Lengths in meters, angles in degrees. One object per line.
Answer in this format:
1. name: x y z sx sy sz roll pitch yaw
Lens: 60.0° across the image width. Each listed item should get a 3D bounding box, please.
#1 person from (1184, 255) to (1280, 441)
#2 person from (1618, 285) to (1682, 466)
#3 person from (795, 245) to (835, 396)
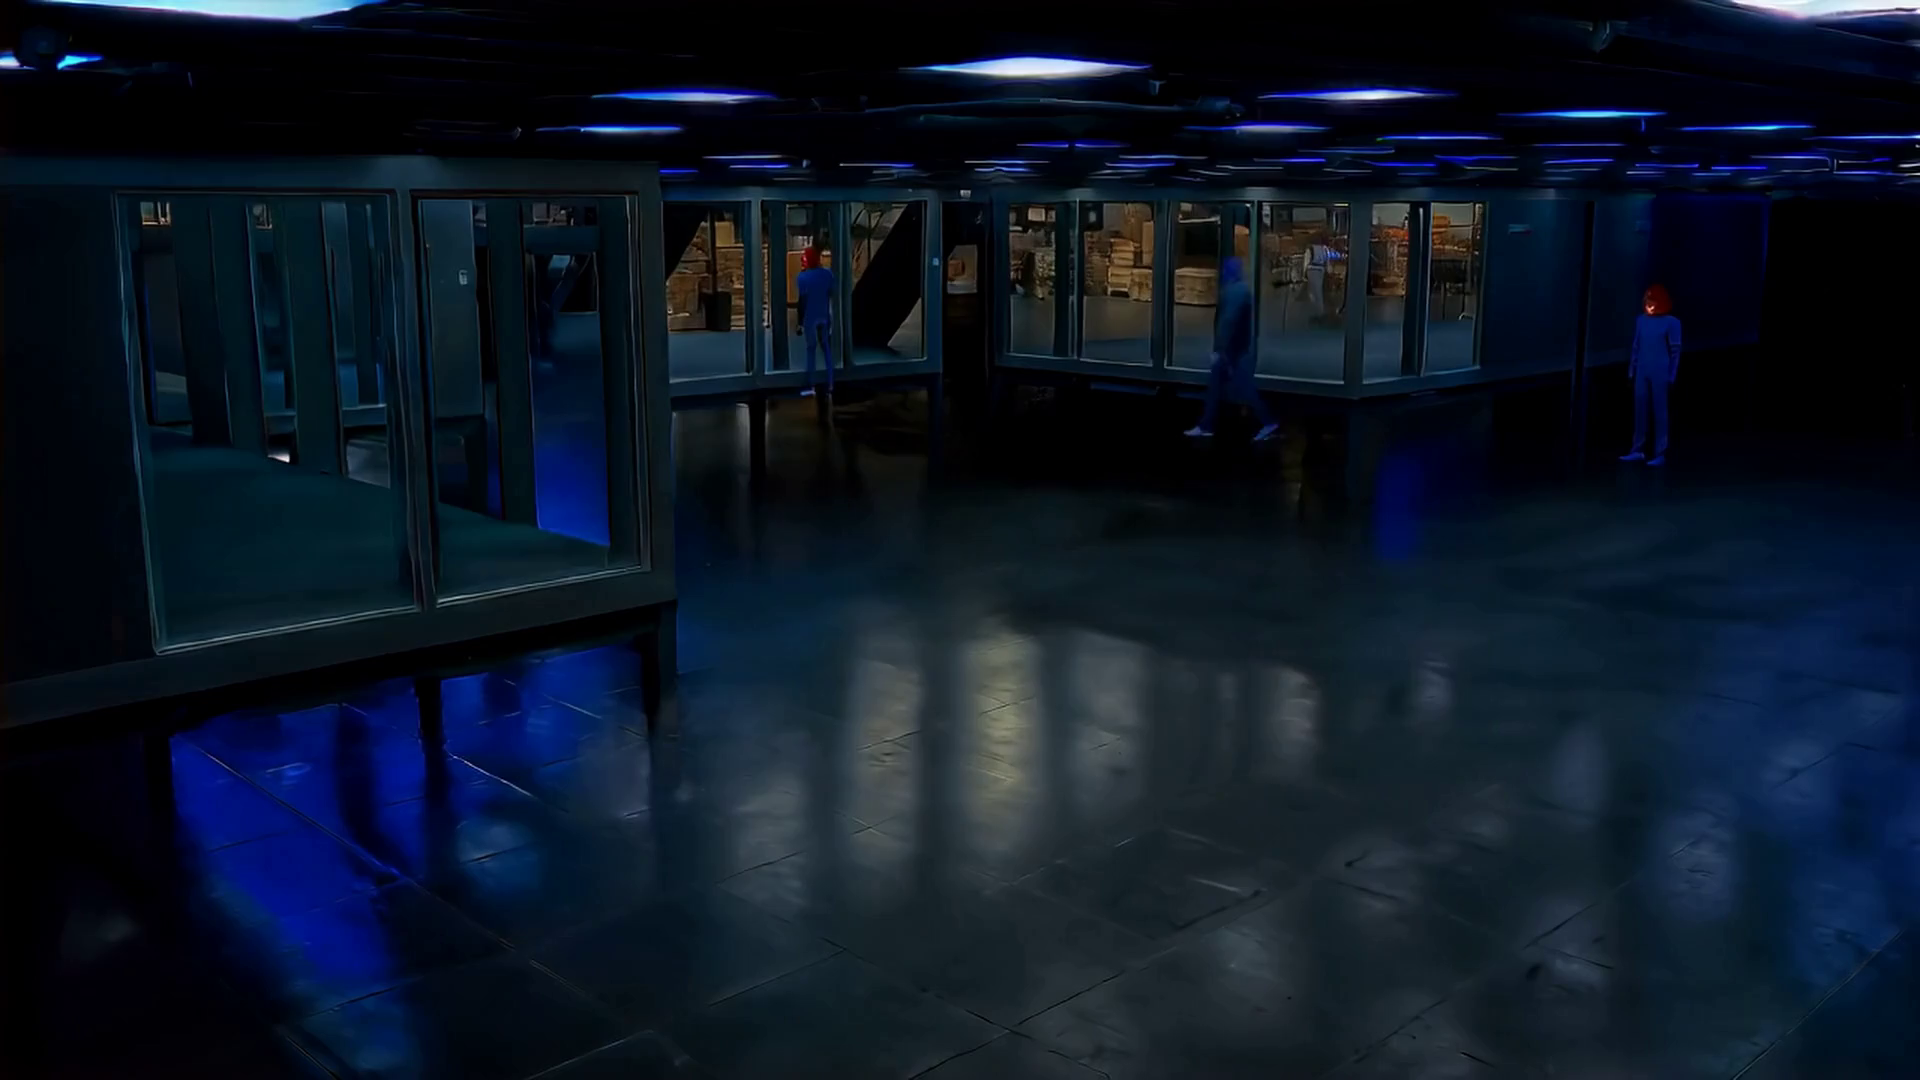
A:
1. person: 2.806 -1.943 16.843 0.952 1.860 0.667 3 12 14
2. person: 6.302 -1.495 15.140 0.286 1.634 0.500 -6 13 -26
3. person: -1.804 -2.715 20.678 0.526 1.865 0.315 -7 13 -30
